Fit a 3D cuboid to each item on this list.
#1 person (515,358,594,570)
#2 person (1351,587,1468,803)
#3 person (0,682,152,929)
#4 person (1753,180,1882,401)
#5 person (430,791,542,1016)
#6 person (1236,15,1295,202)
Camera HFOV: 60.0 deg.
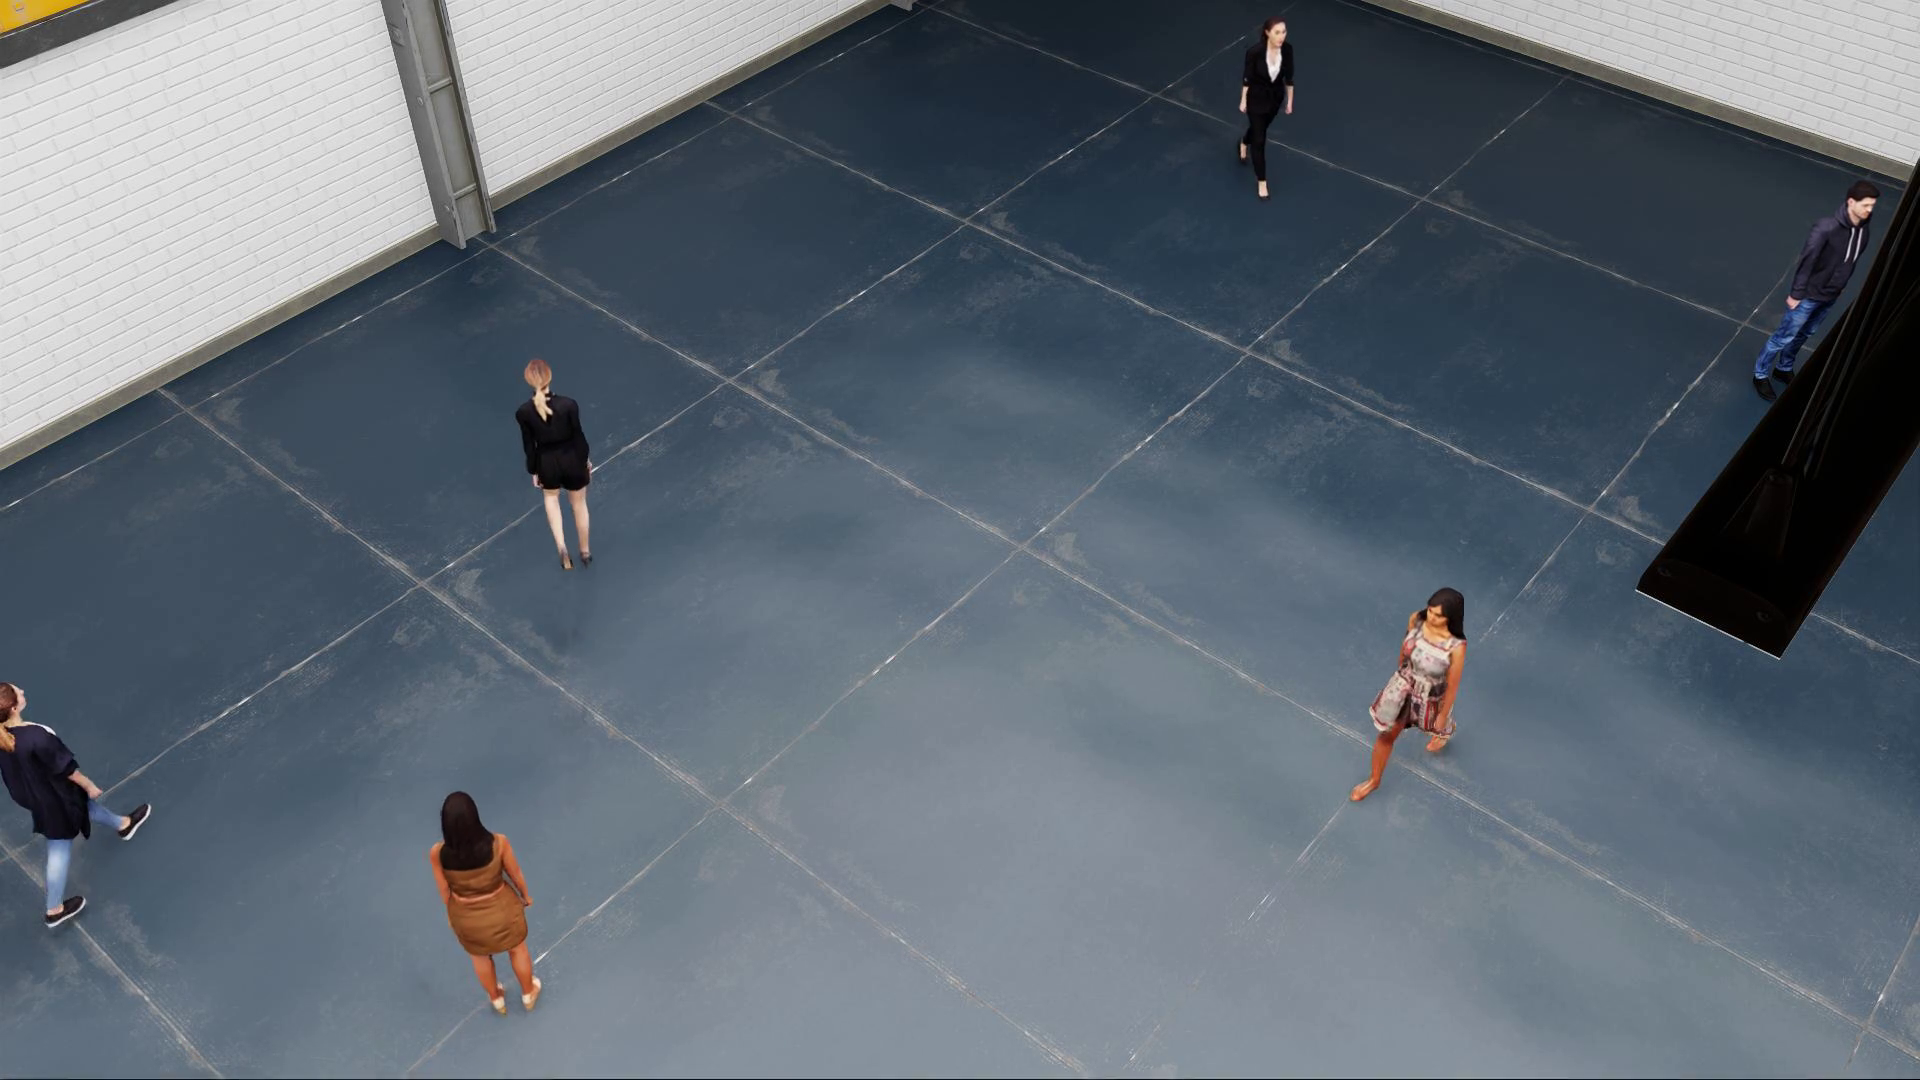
[{"bbox_3d":[-2.681,-0.422,11.173,0.761,1.752,0.815,-8,44,-8],"label":"person"},{"bbox_3d":[2.827,0.867,9.924,1.139,1.608,0.728,-31,52,-29],"label":"person"},{"bbox_3d":[-5.118,1.481,9.261,0.893,1.634,1.215,15,46,15],"label":"person"},{"bbox_3d":[6.518,-1.925,12.649,0.674,1.892,0.819,-17,46,-17],"label":"person"},{"bbox_3d":[-2.492,1.950,8.740,0.664,1.674,0.742,-9,44,-10],"label":"person"},{"bbox_3d":[2.710,-3.970,14.993,1.098,1.620,1.047,-12,45,-12],"label":"person"}]
